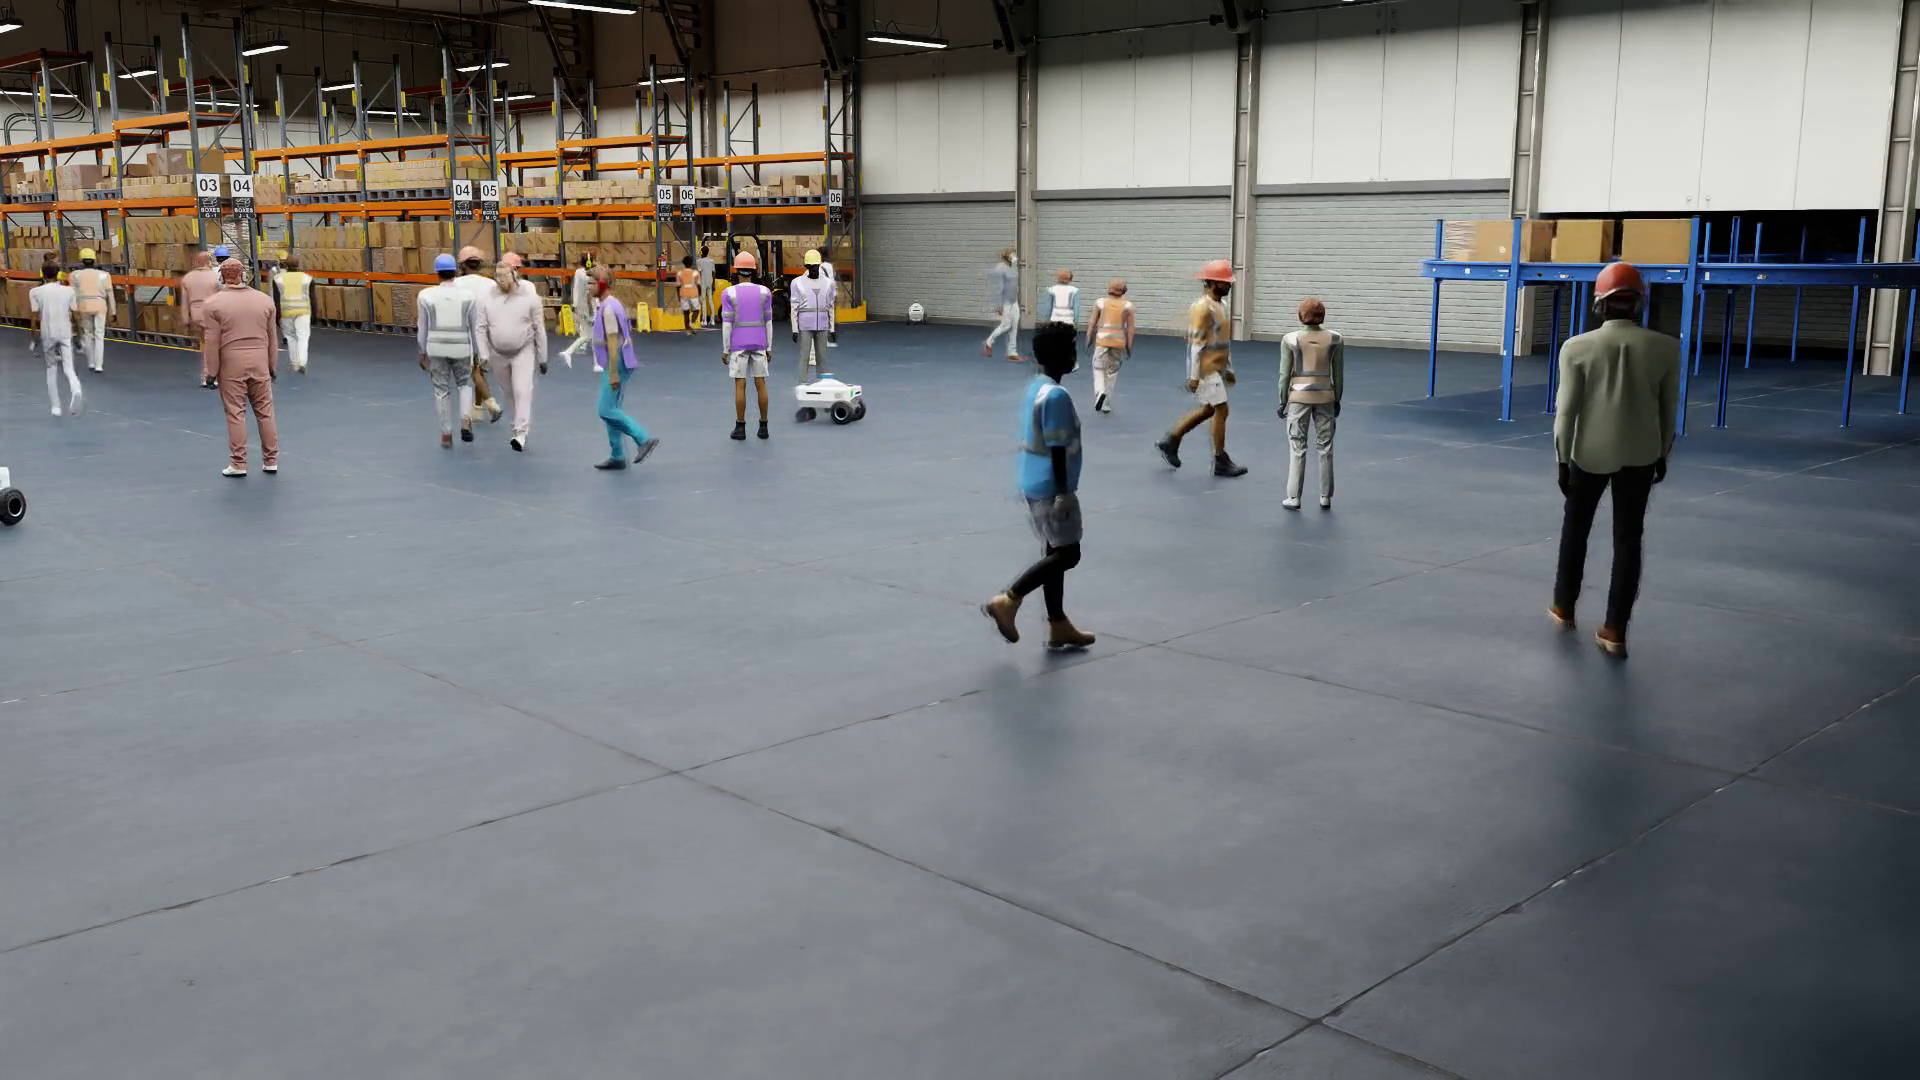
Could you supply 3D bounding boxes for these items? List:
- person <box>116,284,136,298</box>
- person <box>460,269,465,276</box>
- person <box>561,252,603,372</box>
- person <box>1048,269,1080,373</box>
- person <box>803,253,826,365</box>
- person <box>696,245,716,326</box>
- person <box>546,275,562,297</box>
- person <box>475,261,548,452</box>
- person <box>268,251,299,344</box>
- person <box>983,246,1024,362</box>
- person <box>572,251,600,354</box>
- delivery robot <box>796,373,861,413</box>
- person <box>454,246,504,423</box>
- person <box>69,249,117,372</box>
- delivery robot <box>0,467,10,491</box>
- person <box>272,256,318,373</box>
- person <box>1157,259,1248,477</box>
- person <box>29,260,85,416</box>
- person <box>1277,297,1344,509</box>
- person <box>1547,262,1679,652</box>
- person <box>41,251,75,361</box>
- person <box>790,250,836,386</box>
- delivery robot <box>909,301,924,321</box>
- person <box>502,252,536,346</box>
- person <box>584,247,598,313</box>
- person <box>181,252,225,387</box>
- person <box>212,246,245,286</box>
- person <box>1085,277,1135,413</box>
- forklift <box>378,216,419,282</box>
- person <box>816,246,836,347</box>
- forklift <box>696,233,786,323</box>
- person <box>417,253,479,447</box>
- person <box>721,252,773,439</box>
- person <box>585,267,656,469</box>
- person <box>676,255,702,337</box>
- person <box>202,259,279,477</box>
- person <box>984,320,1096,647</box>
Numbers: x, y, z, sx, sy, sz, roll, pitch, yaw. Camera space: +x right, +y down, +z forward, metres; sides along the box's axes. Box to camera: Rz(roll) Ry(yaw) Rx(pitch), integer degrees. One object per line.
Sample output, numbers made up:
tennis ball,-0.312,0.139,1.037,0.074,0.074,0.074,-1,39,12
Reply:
person,-19.799,-6.075,39.415,0.627,1.952,1.013,-1,10,-7
person,-7.959,-3.650,26.905,0.437,1.678,0.547,-3,11,-15
person,-5.819,-3.545,25.865,0.710,1.852,0.528,-6,12,-28
person,1.579,-3.321,25.350,0.526,1.593,0.857,4,11,20
person,-2.427,-3.795,27.266,0.429,1.842,0.635,-6,12,-28
person,-5.994,-5.983,39.122,0.537,1.869,0.312,-9,14,-41
person,-11.213,-7.290,46.089,0.543,1.928,0.373,-4,11,-19
person,-4.398,-1.781,16.254,0.644,1.850,1.018,0,10,1
person,-13.080,-4.711,32.353,0.623,1.801,0.832,-7,13,-34
person,0.757,-3.949,27.873,0.643,1.927,0.642,7,12,33
person,-6.581,-4.215,29.557,0.950,1.843,0.590,5,12,27
delivery robot,-1.499,-1.658,18.987,0.707,0.478,0.477,3,11,15
person,-5.403,-2.293,18.692,0.895,2.004,0.623,10,14,44
person,-13.504,-3.580,25.944,0.612,1.885,0.940,-4,11,-21
delivery robot,-7.252,-0.386,12.049,0.477,0.478,0.707,2,10,9
person,-10.290,-3.499,25.771,0.631,1.807,0.943,-4,11,-19
person,2.158,-1.541,14.812,0.845,1.910,0.544,5,12,26
person,-10.581,-2.360,19.488,0.574,1.835,0.770,-7,12,-33
person,2.713,-1.056,12.883,0.514,1.640,0.310,-1,10,-4
person,3.397,-0.452,8.695,0.630,1.957,0.891,2,11,11
person,-15.241,-3.942,28.082,0.519,1.841,0.402,9,14,42
person,-1.849,-2.699,21.052,0.594,1.926,0.366,-5,11,-25
delivery robot,-1.044,-5.490,39.877,0.477,0.478,0.707,0,10,-1
person,-5.538,-2.640,20.798,0.552,1.912,0.876,1,10,4
person,-7.571,-5.087,34.328,0.658,1.873,0.594,-3,11,-17
person,-10.576,-3.123,23.519,0.656,1.876,0.779,2,11,11
person,-11.332,-3.558,25.697,0.608,1.941,0.405,-7,13,-35
person,1.777,-2.297,19.701,0.580,1.612,0.562,1,10,6
forklift,-17.868,-9.201,54.028,1.873,2.768,1.129,-10,14,-44
person,-2.650,-4.647,31.765,0.600,1.897,0.596,2,11,10
forklift,-5.496,-6.489,41.108,2.313,2.155,1.214,-10,14,-44
person,-5.130,-1.902,16.711,0.612,1.932,0.430,-4,11,-19
person,-2.227,-2.030,17.379,0.542,1.939,0.359,-4,11,-22
person,-3.099,-1.541,15.024,0.511,1.822,0.616,-2,11,-13
person,-5.667,-5.106,34.813,0.550,1.686,0.369,1,10,6
person,-6.347,-1.517,14.683,0.639,1.904,0.402,-10,14,-44
person,0.427,-0.267,8.418,0.521,1.684,0.545,-1,10,-7
